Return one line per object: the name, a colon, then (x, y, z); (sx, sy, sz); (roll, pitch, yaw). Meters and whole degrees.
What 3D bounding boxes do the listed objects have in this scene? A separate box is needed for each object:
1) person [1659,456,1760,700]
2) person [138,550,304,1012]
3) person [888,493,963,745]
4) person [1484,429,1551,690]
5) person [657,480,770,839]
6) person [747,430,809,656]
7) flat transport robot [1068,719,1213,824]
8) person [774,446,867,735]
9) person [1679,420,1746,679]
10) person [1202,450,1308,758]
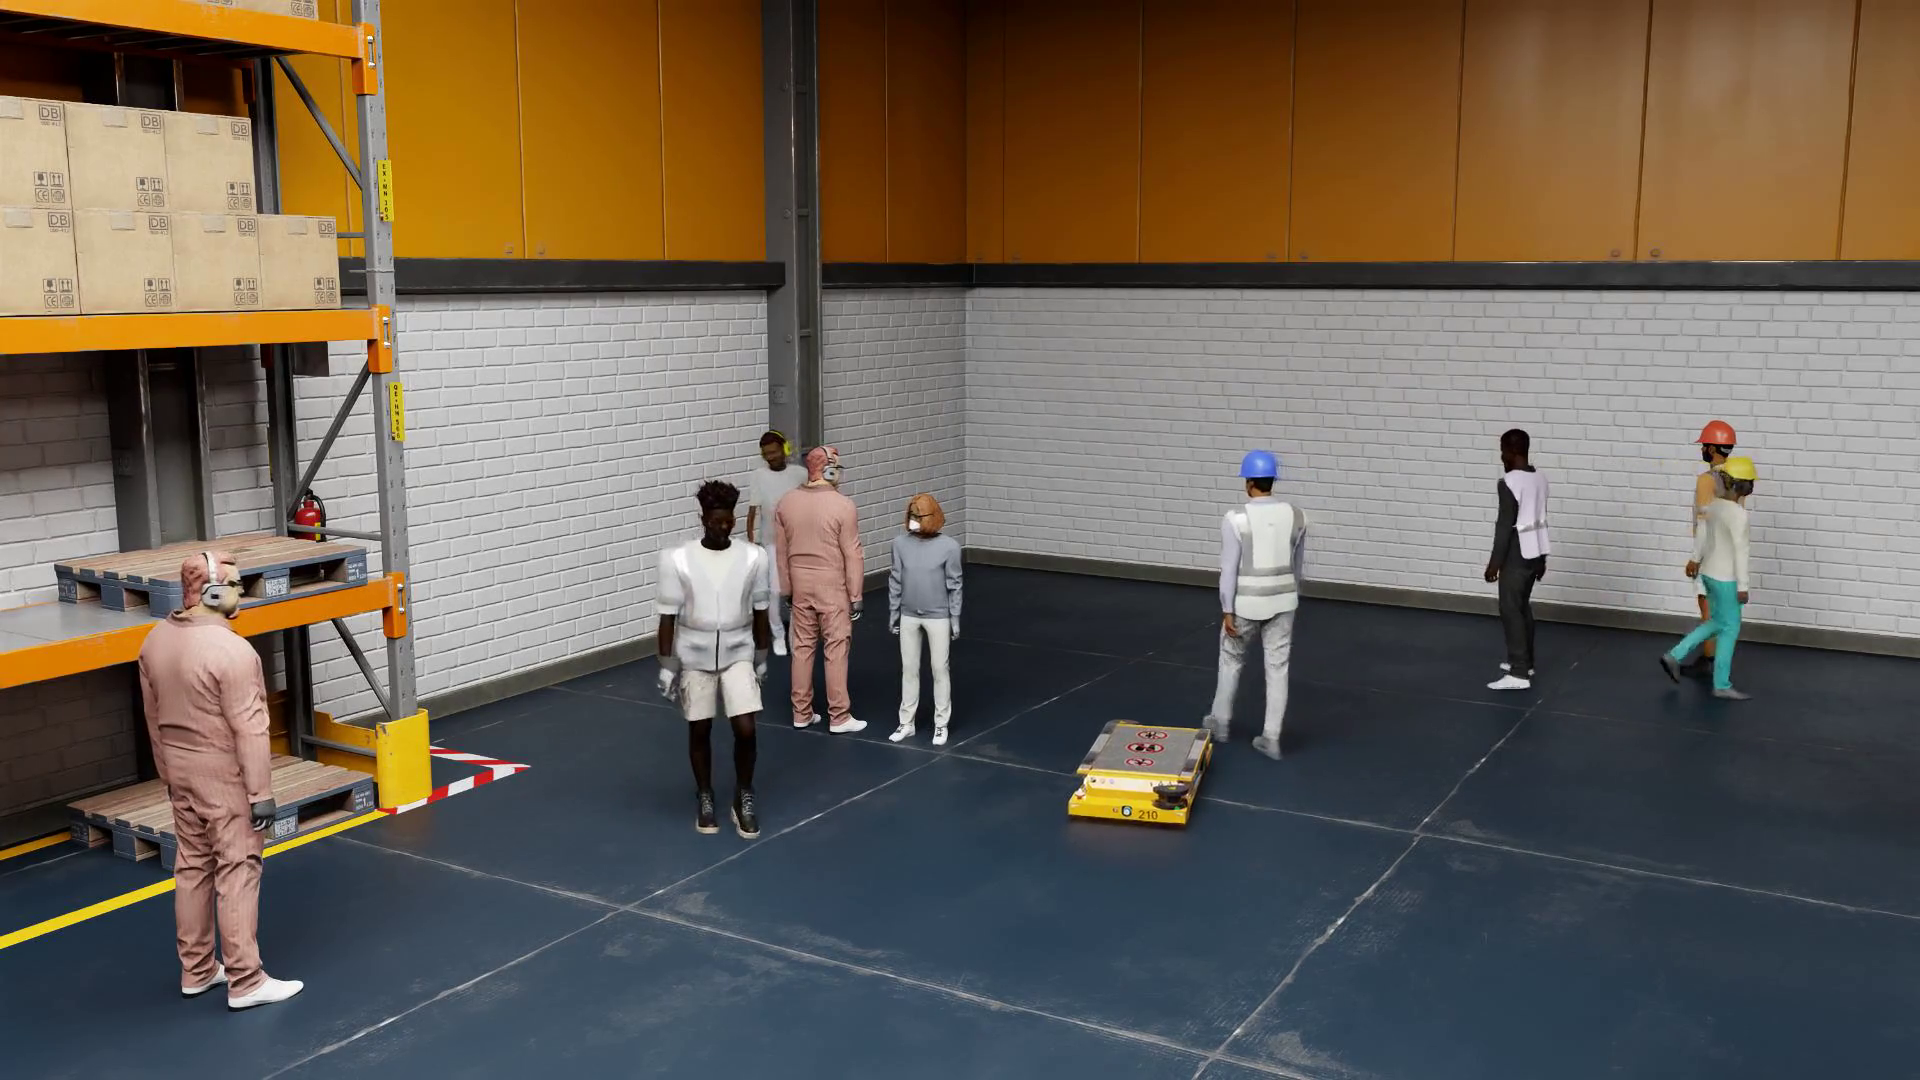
person: (5.374, 0.272, 11.843); (0.539, 1.754, 0.540); (1, 9, 4)
person: (-3.053, 0.986, 6.889); (0.652, 1.904, 0.404); (5, 11, 30)
person: (-0.227, 0.508, 10.720); (0.499, 1.632, 0.285); (4, 10, 21)
person: (4.143, 0.132, 12.314); (0.472, 1.900, 0.683); (8, 12, 43)
person: (-1.308, 0.649, 8.885); (0.631, 1.944, 0.631); (-2, 9, -13)
person: (-1.413, 0.038, 13.040); (0.533, 1.825, 0.703); (-2, 9, -11)
flat transport robot: (1.089, 1.337, 9.786); (0.652, 0.197, 1.431); (2, 9, 14)
person: (-0.894, 0.330, 10.985); (0.652, 1.904, 0.404); (5, 11, 30)
person: (5.643, 0.072, 12.486); (0.542, 1.939, 0.368); (-6, 11, -34)
person: (1.874, 0.378, 10.620); (0.616, 1.919, 0.806); (-2, 9, -12)
